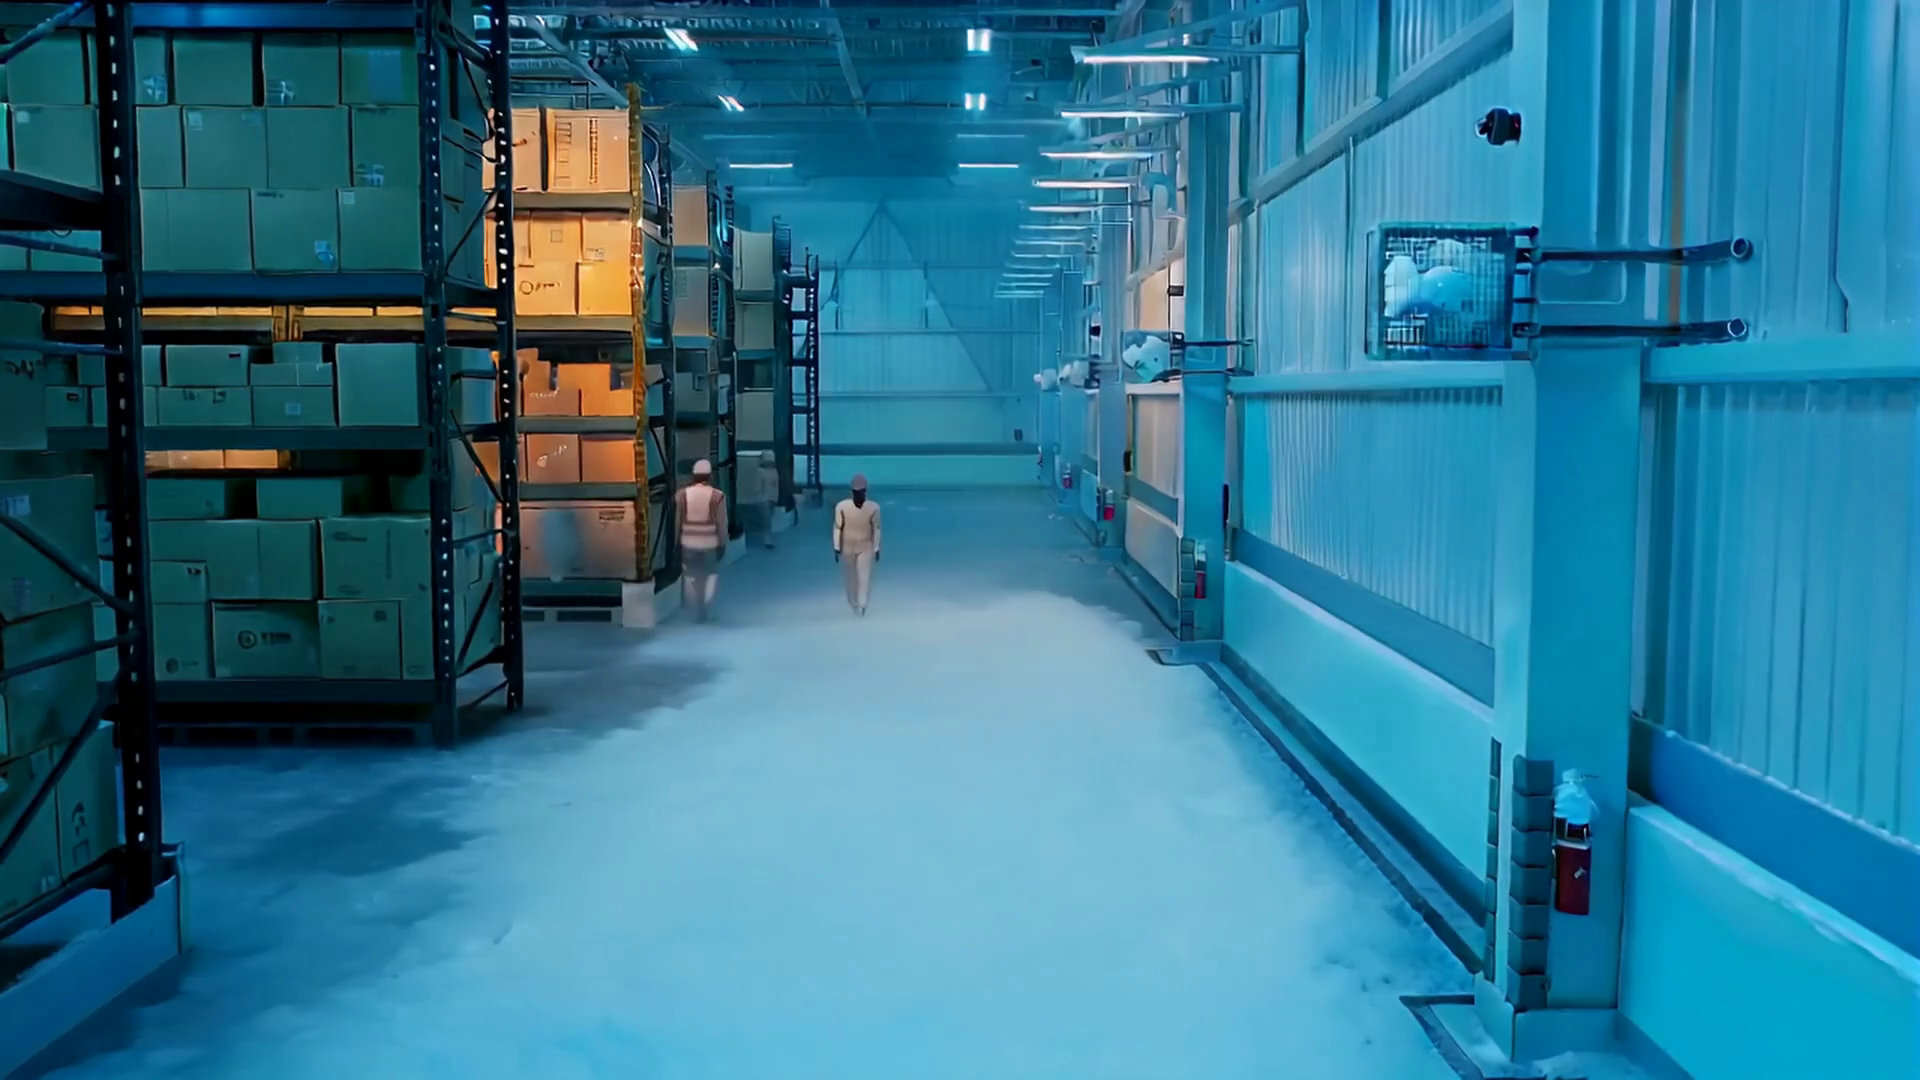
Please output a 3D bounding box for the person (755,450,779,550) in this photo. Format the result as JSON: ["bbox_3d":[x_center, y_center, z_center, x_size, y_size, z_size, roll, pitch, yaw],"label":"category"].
[{"bbox_3d":[-3.246,-0.669,28.257,0.361,1.734,0.621,2,5,26],"label":"person"}]

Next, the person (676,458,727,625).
[{"bbox_3d":[-2.976,0.025,19.118,0.612,1.933,0.446,0,5,5],"label":"person"}]

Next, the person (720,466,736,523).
[{"bbox_3d":[-4.367,-0.836,29.571,0.951,1.848,0.755,1,5,8],"label":"person"}]

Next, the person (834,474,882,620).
[{"bbox_3d":[-1.216,0.060,19.849,0.564,1.724,0.810,0,5,-3],"label":"person"}]
